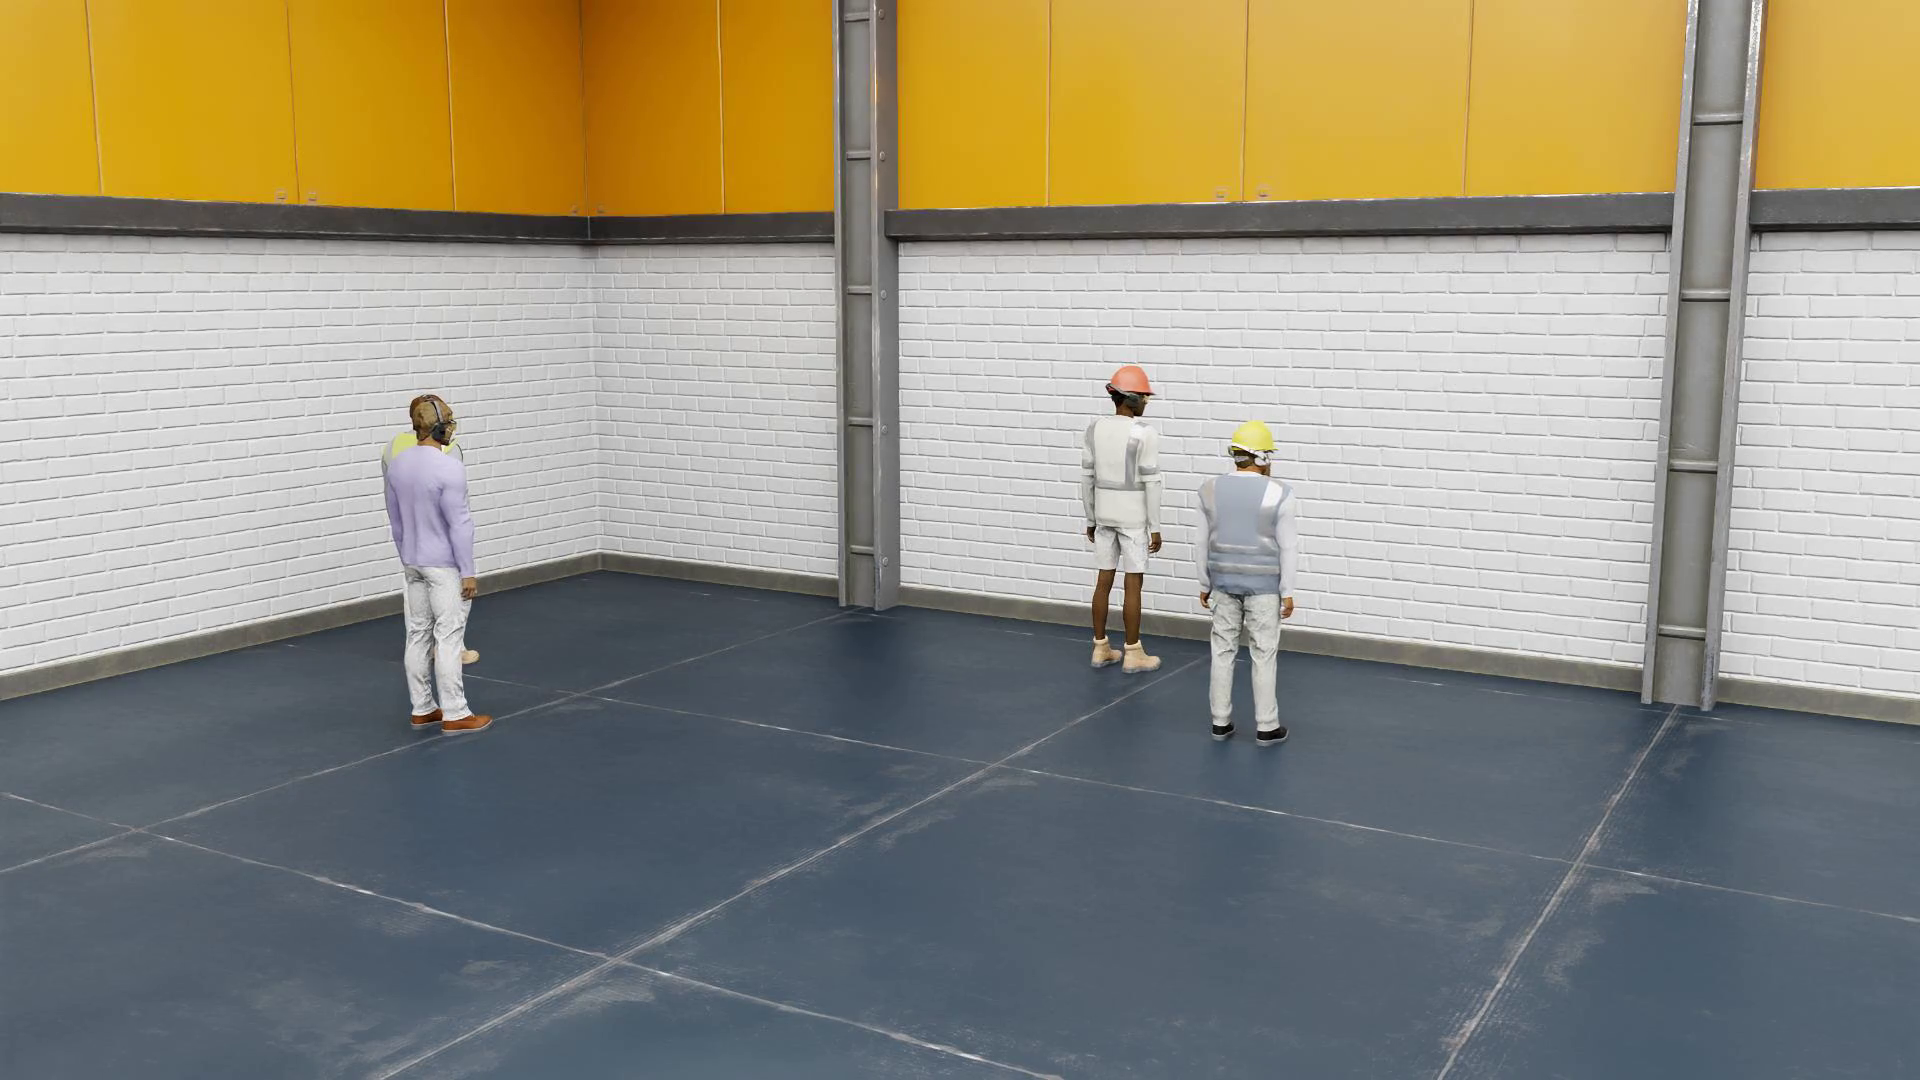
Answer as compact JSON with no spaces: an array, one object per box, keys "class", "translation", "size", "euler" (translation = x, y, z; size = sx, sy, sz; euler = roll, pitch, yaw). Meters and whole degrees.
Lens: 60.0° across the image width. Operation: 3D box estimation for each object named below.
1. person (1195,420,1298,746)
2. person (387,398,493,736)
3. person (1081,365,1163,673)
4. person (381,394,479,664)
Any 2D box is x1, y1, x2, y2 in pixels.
[{"class":"person","translation":[1.617,0.242,9.371],"size":[0.591,1.829,0.404],"euler":[5,11,30]},{"class":"person","translation":[-3.002,0.157,9.561],"size":[0.634,1.939,0.367],"euler":[6,11,34]},{"class":"person","translation":[1.103,-0.141,11.104],"size":[0.615,2.038,0.386],"euler":[8,12,42]},{"class":"person","translation":[-3.560,-0.063,11.232],"size":[0.637,1.842,0.429],"euler":[4,10,21]}]
